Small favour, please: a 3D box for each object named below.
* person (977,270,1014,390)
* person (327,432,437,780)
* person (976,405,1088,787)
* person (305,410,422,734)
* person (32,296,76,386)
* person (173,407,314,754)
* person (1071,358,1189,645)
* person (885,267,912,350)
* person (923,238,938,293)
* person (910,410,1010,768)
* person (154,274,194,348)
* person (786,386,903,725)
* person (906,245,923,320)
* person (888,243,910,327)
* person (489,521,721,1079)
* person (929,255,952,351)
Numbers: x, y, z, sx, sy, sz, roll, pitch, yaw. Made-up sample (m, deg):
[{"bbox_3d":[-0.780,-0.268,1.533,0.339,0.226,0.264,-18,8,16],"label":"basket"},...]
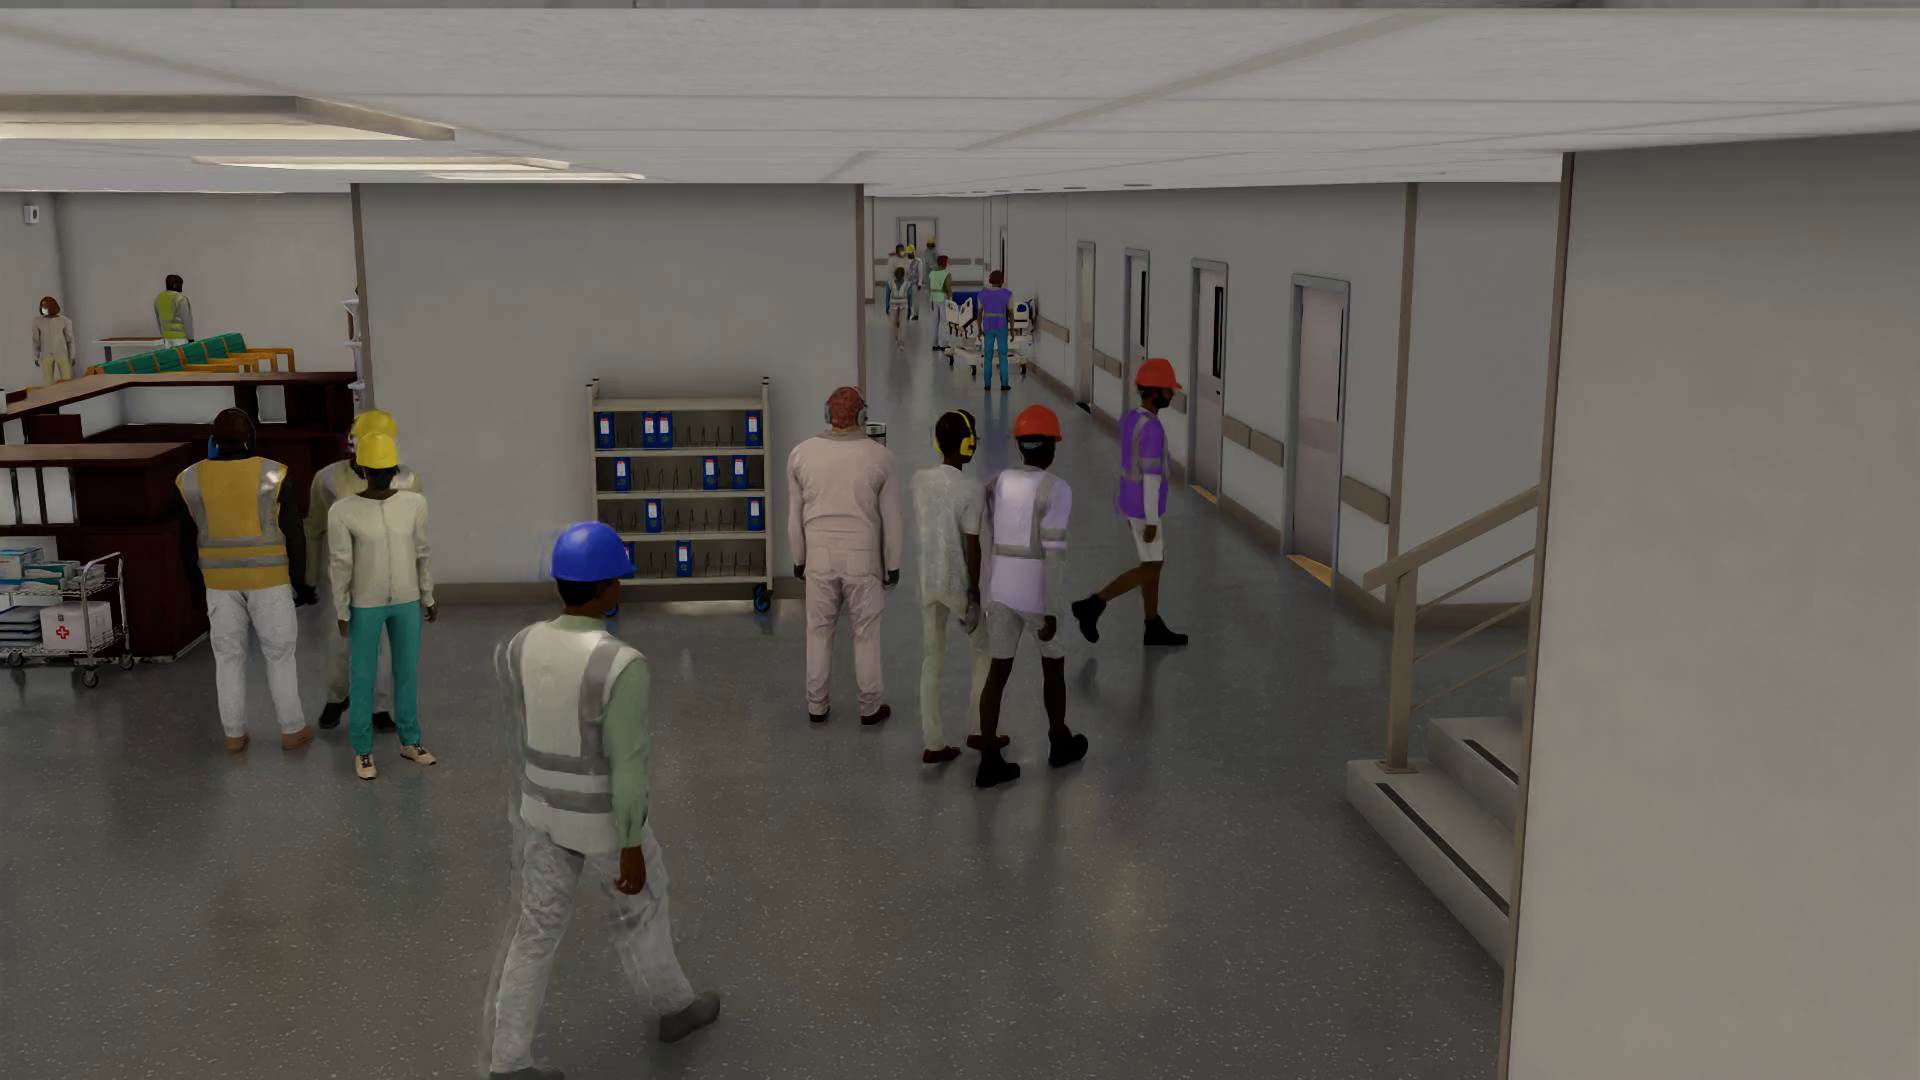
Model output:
[{"bbox_3d":[0.549,-3.217,25.563,0.570,1.843,0.373,2,12,9],"label":"person"},{"bbox_3d":[-2.912,0.324,8.451,0.529,1.767,0.329,-10,15,-41],"label":"person"},{"bbox_3d":[0.362,0.268,8.428,0.555,1.880,0.884,9,15,37],"label":"person"},{"bbox_3d":[-3.237,0.180,9.088,0.634,1.800,0.481,-4,12,-21],"label":"person"},{"bbox_3d":[-12.179,-2.458,22.375,0.507,1.631,0.281,-3,12,-16],"label":"person"},{"bbox_3d":[-3.760,0.218,8.790,0.619,1.845,0.430,-2,12,-9],"label":"person"},{"bbox_3d":[1.120,-0.220,10.754,0.729,1.914,0.546,-2,12,-8],"label":"person"},{"bbox_3d":[-1.190,-4.544,32.580,0.529,1.620,0.571,1,12,4],"label":"person"},{"bbox_3d":[-0.939,-8.557,51.935,0.500,1.717,0.587,8,14,34],"label":"person"},{"bbox_3d":[0.005,0.241,8.658,0.508,1.852,0.673,8,14,34],"label":"person"},{"bbox_3d":[-11.422,-2.956,24.315,0.619,1.838,0.430,5,13,23],"label":"person"},{"bbox_3d":[-0.635,0.090,9.279,0.649,1.899,0.398,2,12,8],"label":"person"},{"bbox_3d":[-1.195,-6.294,40.662,0.591,1.824,0.403,6,13,29],"label":"person"},{"bbox_3d":[-1.411,-5.870,38.354,0.633,1.926,0.495,-9,15,-39],"label":"person"},{"bbox_3d":[-1.223,0.874,5.457,0.623,1.900,0.984,7,14,31],"label":"person"},{"bbox_3d":[-0.371,-4.608,32.355,0.570,1.844,0.379,11,16,43],"label":"person"}]
